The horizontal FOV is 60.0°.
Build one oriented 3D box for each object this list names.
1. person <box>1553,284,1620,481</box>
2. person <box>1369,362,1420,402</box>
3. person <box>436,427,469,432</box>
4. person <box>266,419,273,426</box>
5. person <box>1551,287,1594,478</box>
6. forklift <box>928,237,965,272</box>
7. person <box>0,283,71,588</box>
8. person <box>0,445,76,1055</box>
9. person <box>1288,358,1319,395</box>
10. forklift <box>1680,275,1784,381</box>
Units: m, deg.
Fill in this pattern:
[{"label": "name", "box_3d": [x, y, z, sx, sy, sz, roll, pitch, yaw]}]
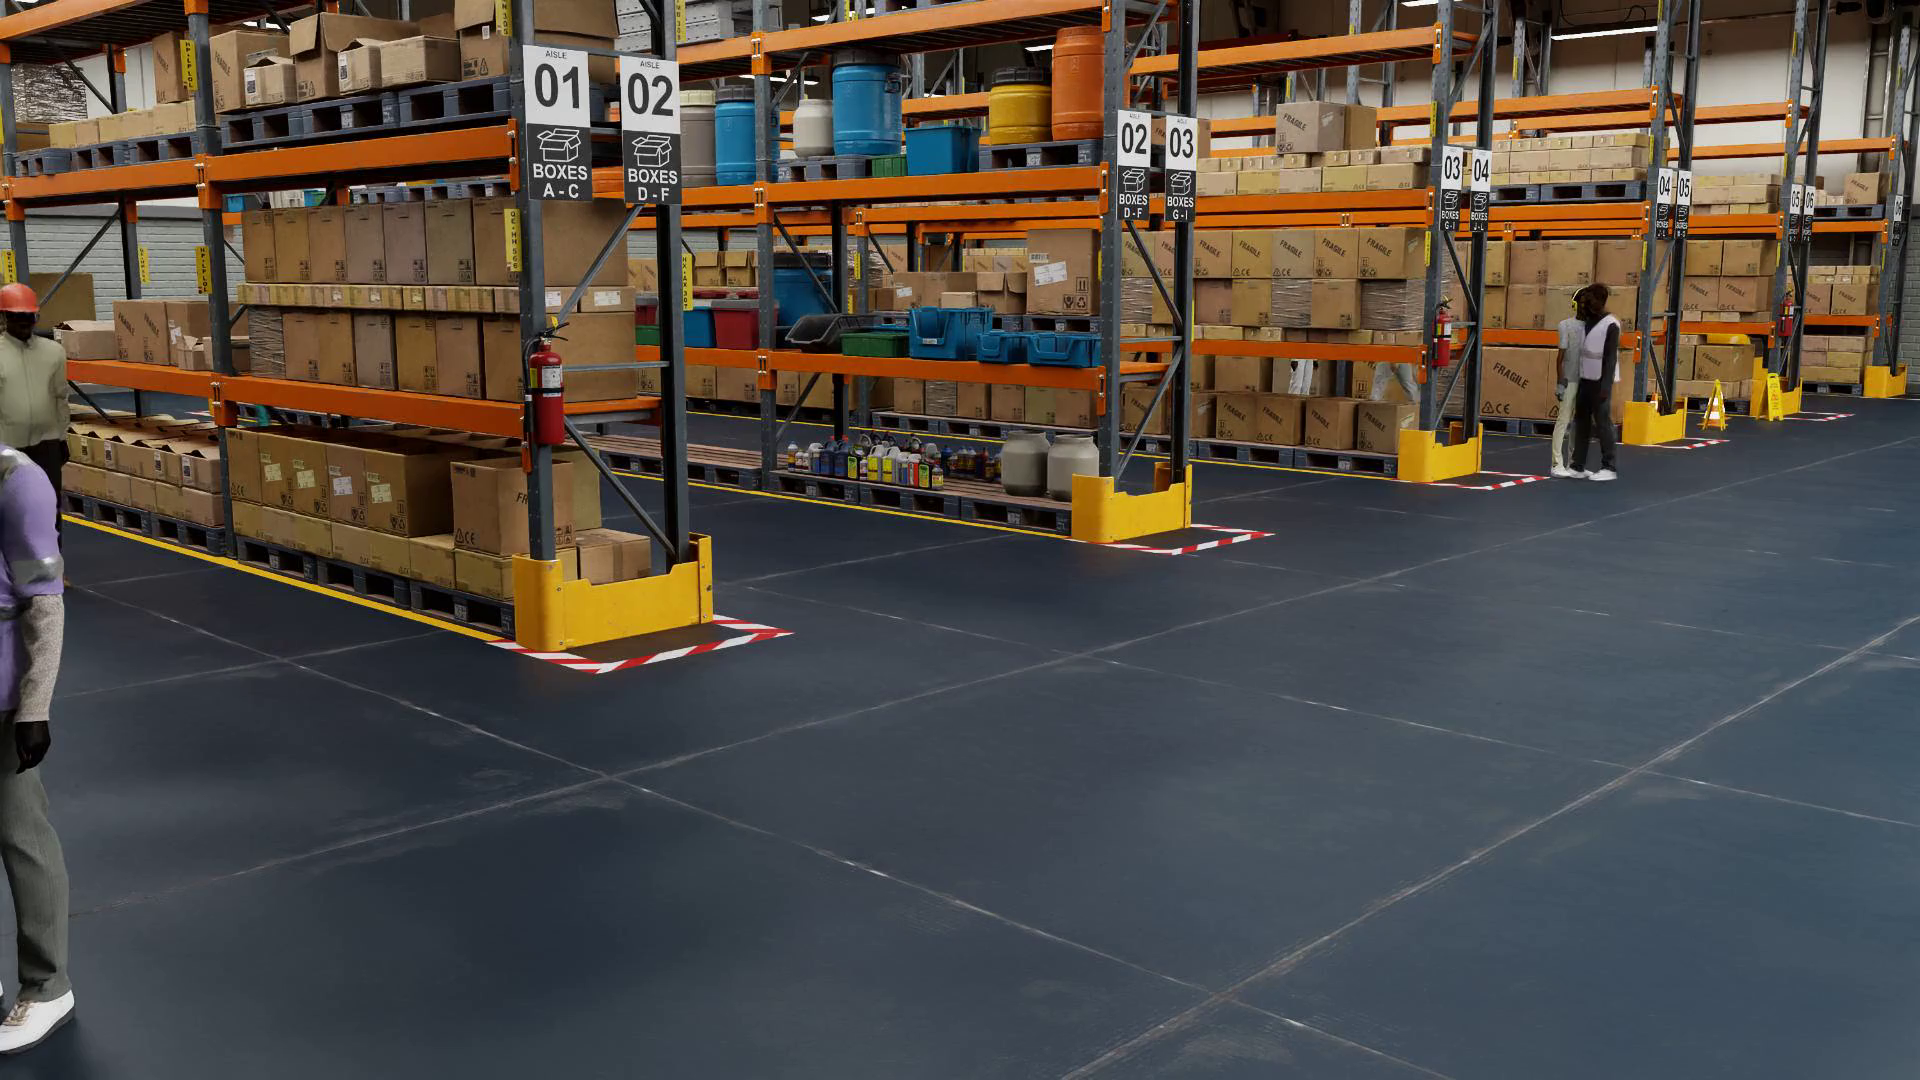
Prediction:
[{"label": "person", "box_3d": [6.201, -1.531, 16.287, 0.609, 1.913, 0.611, -2, 9, -11]}, {"label": "person", "box_3d": [5.483, -2.346, 21.207, 1.023, 1.888, 0.629, 7, 12, 38]}, {"label": "person", "box_3d": [-4.487, -1.182, 14.548, 0.533, 1.735, 0.801, -8, 12, -39]}, {"label": "person", "box_3d": [-8.554, -2.139, 20.370, 0.544, 1.750, 0.414, -8, 12, -42]}, {"label": "person", "box_3d": [6.114, -1.558, 16.454, 0.514, 1.872, 0.332, -4, 10, -23]}, {"label": "forklift", "box_3d": [-0.326, -5.817, 39.609, 1.129, 2.768, 1.873, 9, 13, 43]}, {"label": "person", "box_3d": [-6.128, -0.682, 10.799, 0.827, 1.967, 0.631, 8, 12, 39]}, {"label": "person", "box_3d": [-2.619, 0.385, 4.375, 0.586, 1.925, 0.369, 3, 10, 17]}, {"label": "person", "box_3d": [4.351, -2.312, 21.044, 0.355, 1.882, 0.576, 8, 12, 41]}, {"label": "forklift", "box_3d": [12.480, -3.427, 27.053, 1.214, 2.155, 2.313, 9, 13, 43]}]
